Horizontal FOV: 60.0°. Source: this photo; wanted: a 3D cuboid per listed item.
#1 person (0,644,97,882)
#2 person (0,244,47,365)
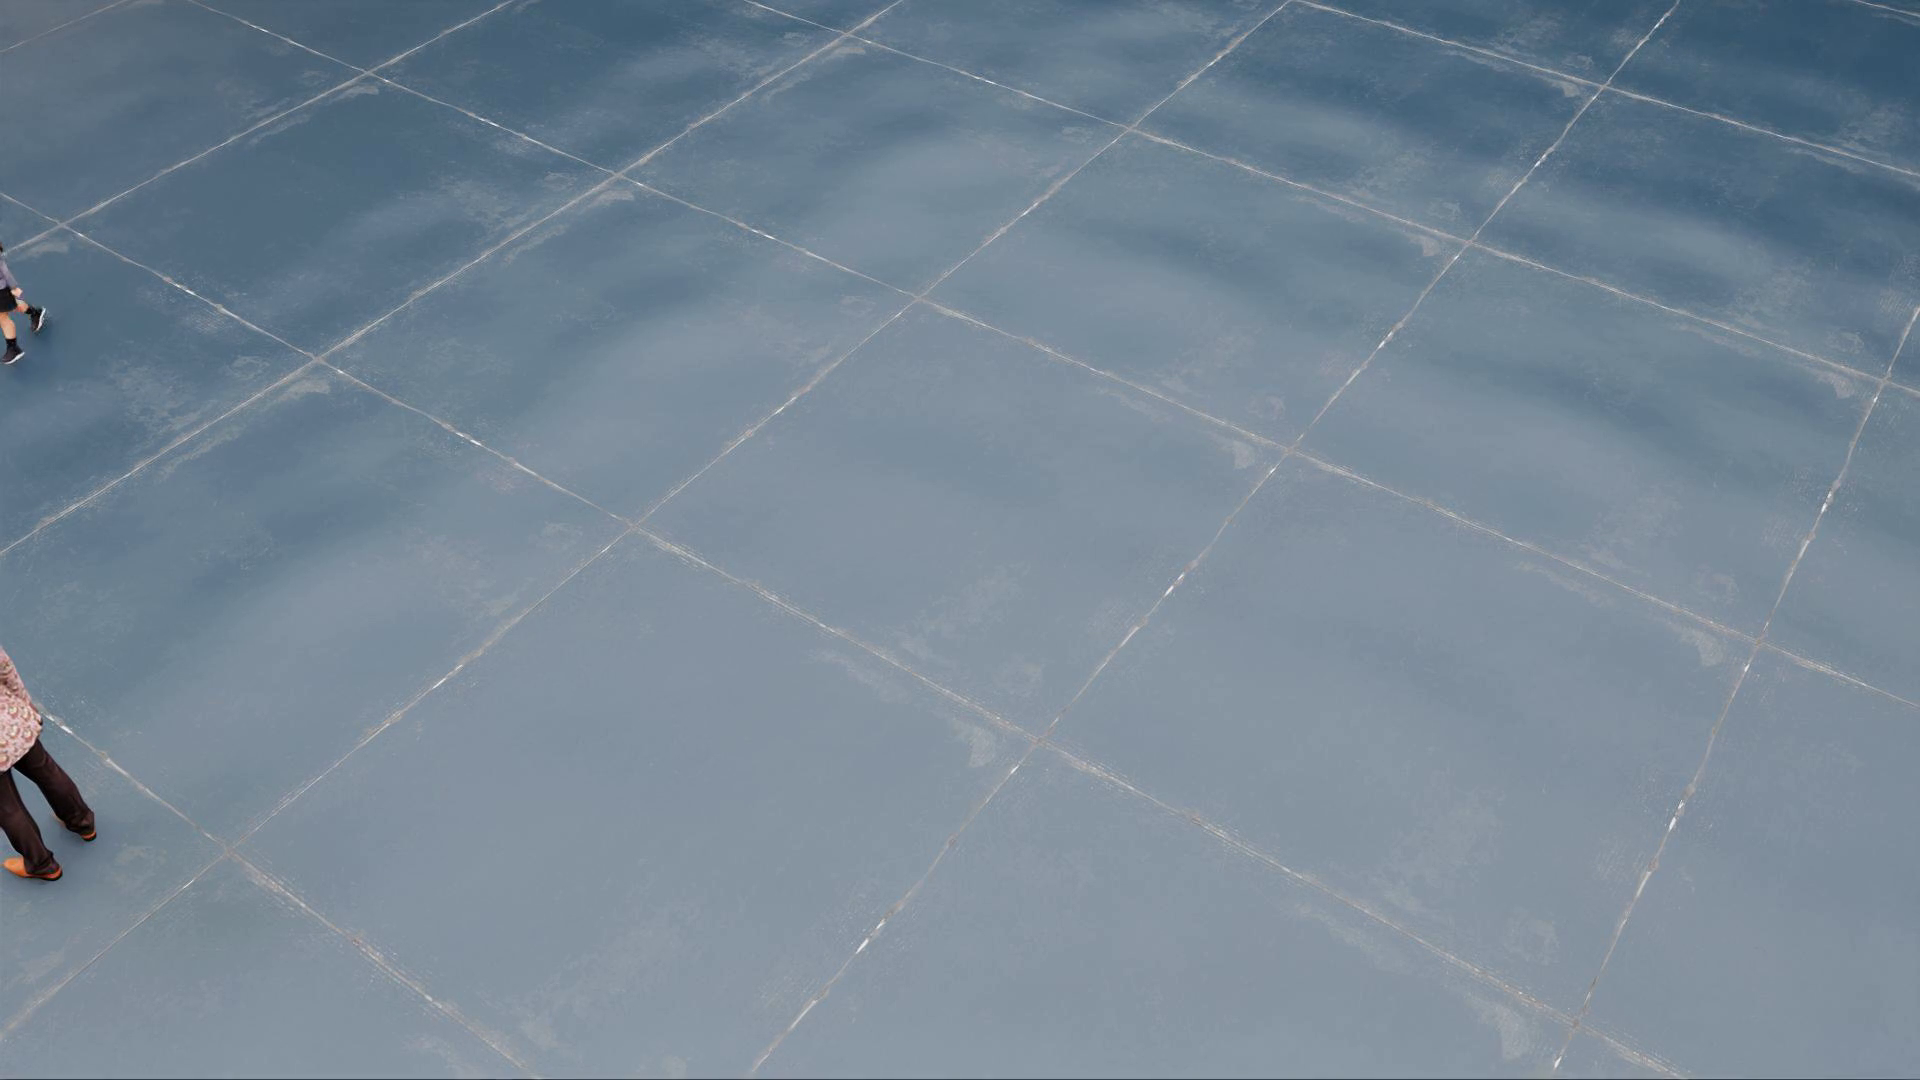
[{"bbox_3d":[-4.601,0.938,7.887,0.653,1.808,0.720,17,46,17],"label":"person"},{"bbox_3d":[-6.551,-1.783,11.334,0.785,1.081,0.704,11,44,11],"label":"person"}]
